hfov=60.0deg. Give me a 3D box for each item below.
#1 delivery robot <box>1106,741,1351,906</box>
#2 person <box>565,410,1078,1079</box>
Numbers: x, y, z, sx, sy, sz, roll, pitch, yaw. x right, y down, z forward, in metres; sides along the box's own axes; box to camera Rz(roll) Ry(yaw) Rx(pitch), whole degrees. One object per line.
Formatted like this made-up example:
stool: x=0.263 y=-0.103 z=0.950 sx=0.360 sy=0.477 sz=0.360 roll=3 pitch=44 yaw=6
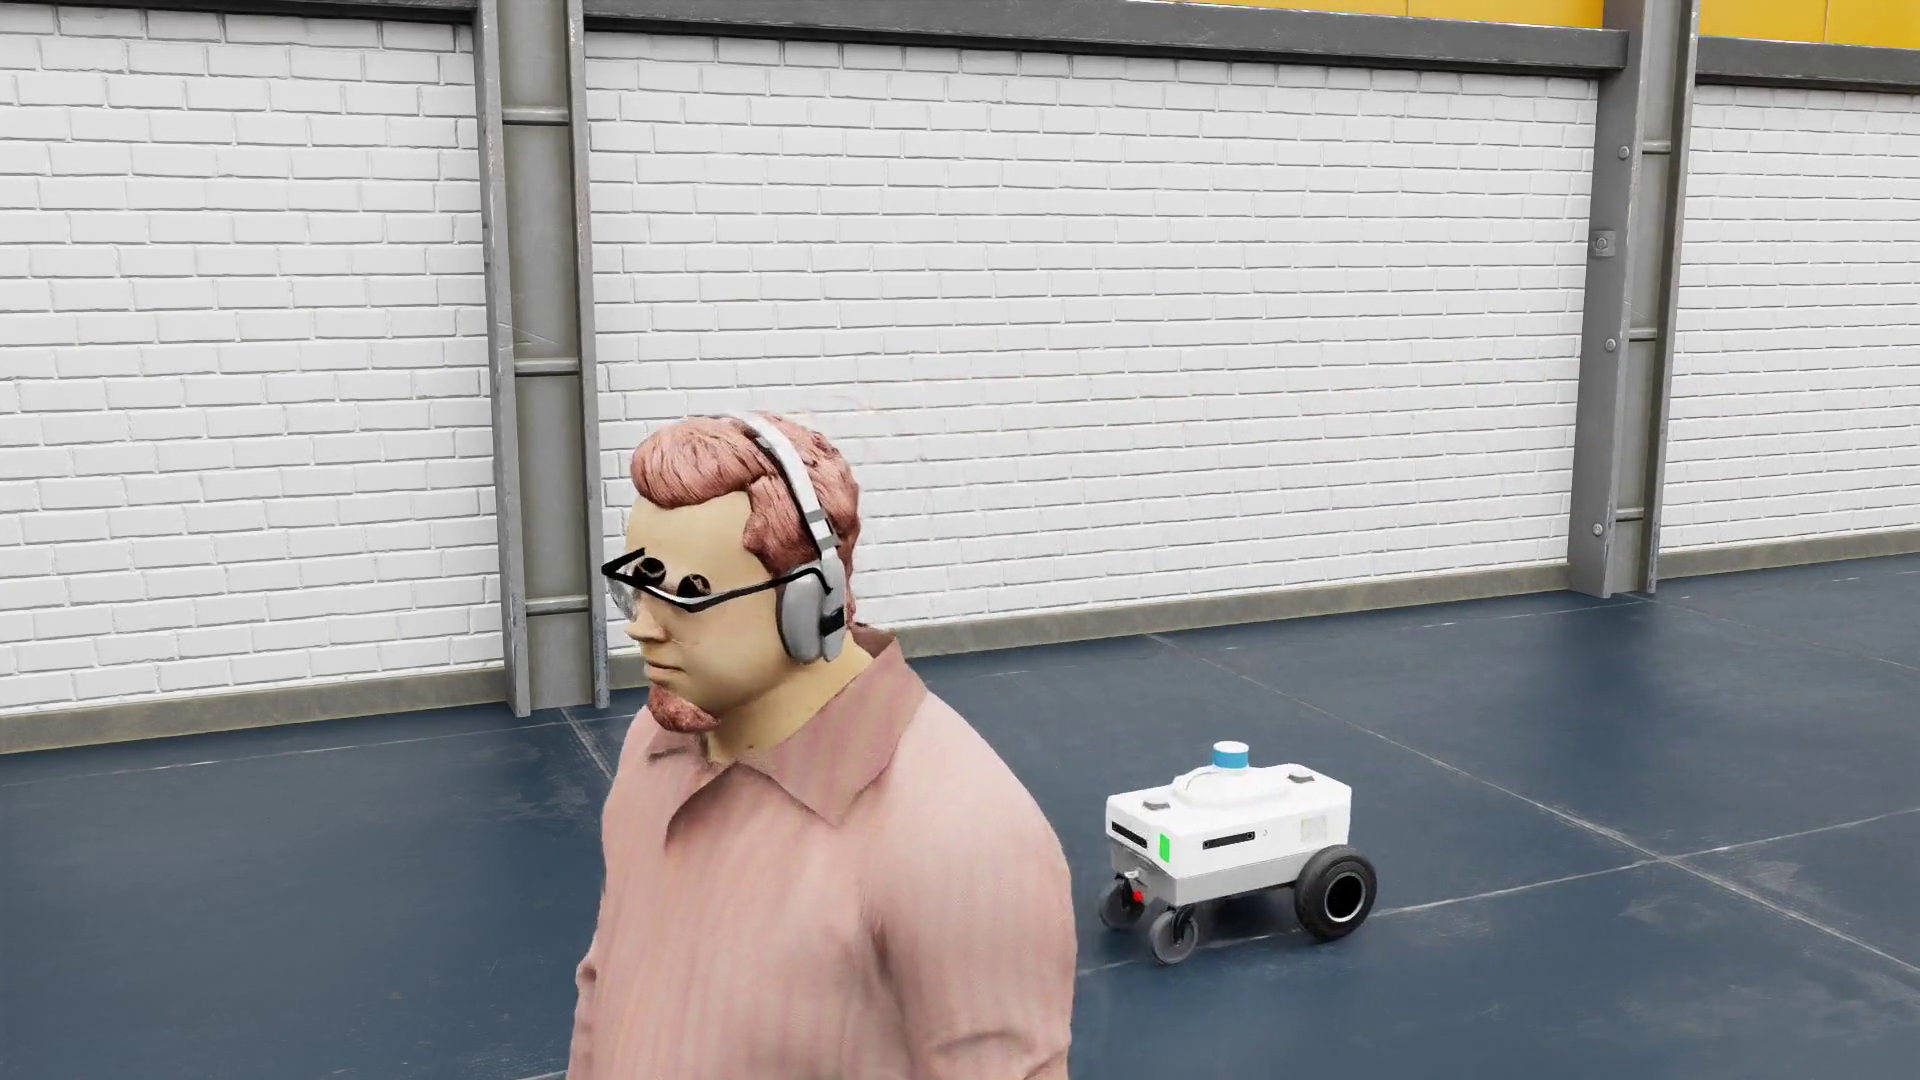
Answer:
delivery robot: x=0.783 y=0.832 z=4.853 sx=0.707 sy=0.478 sz=0.477 roll=-5 pitch=12 yaw=-27
person: x=-0.264 y=0.800 z=1.694 sx=0.981 sy=1.849 sz=0.683 roll=-7 pitch=13 yaw=-35
